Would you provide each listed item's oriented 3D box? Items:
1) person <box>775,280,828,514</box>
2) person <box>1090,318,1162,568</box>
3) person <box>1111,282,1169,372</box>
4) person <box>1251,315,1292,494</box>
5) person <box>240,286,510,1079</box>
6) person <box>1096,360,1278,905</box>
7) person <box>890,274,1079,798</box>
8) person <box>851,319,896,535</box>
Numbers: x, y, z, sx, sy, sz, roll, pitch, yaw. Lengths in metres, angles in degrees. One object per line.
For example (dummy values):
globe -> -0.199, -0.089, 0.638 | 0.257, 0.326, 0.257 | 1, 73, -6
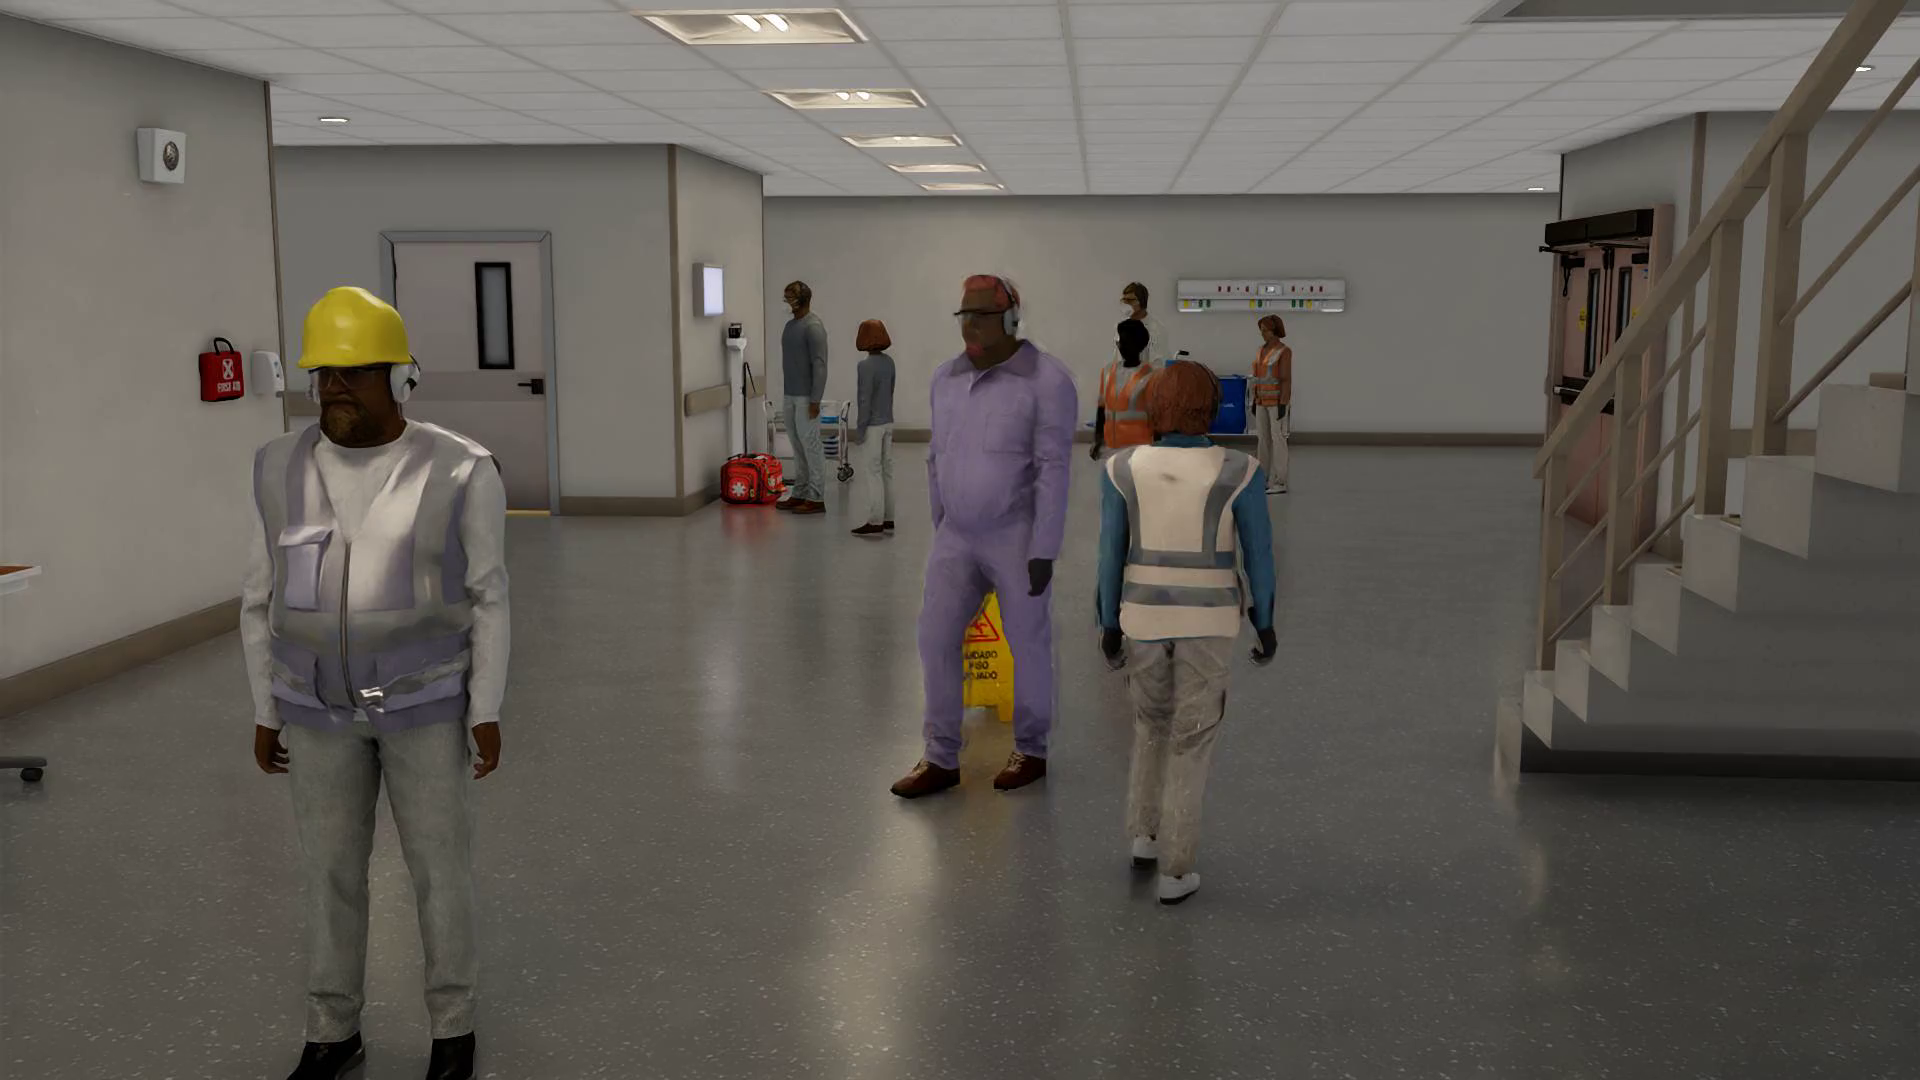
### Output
person -> -1.317, -1.185, 13.867 | 0.357, 1.938, 0.638 | -5, 10, -29
person -> 1.194, -0.662, 11.211 | 0.780, 1.670, 0.535 | -7, 11, -40
person -> 1.492, -1.185, 13.922 | 0.371, 1.932, 0.622 | -5, 10, -32
person -> 2.853, -1.243, 15.270 | 0.309, 1.640, 0.513 | -4, 9, -24
person -> -1.317, 0.356, 3.748 | 0.591, 1.833, 0.403 | 0, 8, -3
person -> 0.695, 0.271, 5.061 | 0.522, 1.621, 0.552 | 4, 9, 26
person -> 0.068, 0.004, 5.954 | 0.666, 1.879, 0.794 | 6, 10, 36
person -> -0.656, -0.855, 12.658 | 0.280, 1.633, 0.500 | 4, 9, 23
